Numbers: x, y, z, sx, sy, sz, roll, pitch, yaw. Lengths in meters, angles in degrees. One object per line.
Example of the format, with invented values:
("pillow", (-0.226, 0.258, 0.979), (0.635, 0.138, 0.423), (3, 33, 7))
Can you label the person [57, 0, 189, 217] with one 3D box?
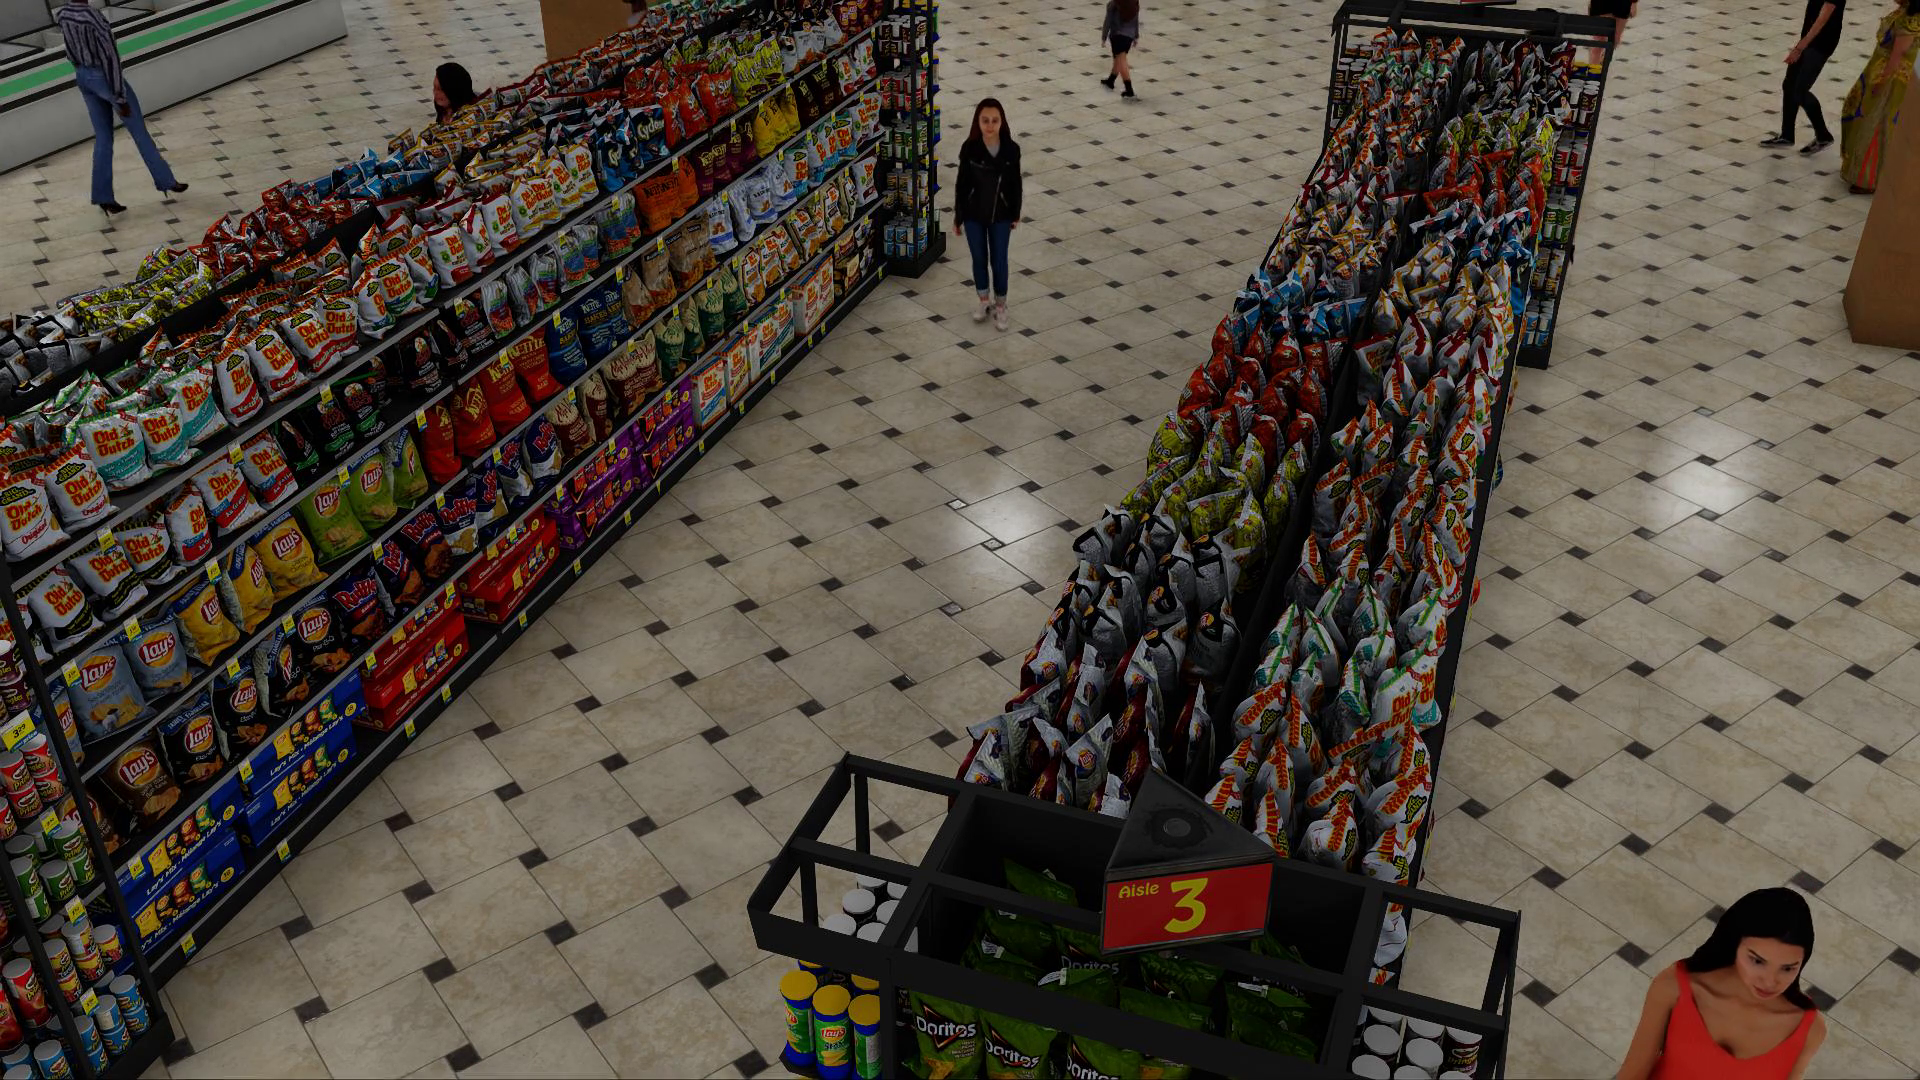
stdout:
("person", (-6.223, -3.190, 11.990), (0.680, 1.761, 1.011), (13, 34, 19))

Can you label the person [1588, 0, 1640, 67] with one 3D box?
("person", (5.632, -4.627, 14.330), (0.644, 1.728, 1.148), (8, 33, 12))

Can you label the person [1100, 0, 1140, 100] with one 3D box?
("person", (1.440, -4.407, 14.589), (0.785, 1.082, 0.815), (-16, 35, -24))

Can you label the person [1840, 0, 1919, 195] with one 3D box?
("person", (7.027, -3.461, 12.529), (1.022, 1.650, 0.729), (10, 33, 16))

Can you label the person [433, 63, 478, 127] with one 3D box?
("person", (-3.040, -2.250, 10.650), (0.816, 1.581, 1.167), (19, 37, 28))

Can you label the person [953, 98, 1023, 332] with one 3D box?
("person", (0.175, -2.081, 10.486), (0.646, 1.466, 0.685), (3, 32, 5))

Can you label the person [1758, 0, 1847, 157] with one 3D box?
("person", (6.820, -3.929, 13.125), (0.784, 1.816, 0.799), (6, 32, 9))

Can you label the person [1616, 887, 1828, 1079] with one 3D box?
("person", (1.935, 1.542, 4.458), (0.640, 1.685, 1.128), (14, 35, 22))
